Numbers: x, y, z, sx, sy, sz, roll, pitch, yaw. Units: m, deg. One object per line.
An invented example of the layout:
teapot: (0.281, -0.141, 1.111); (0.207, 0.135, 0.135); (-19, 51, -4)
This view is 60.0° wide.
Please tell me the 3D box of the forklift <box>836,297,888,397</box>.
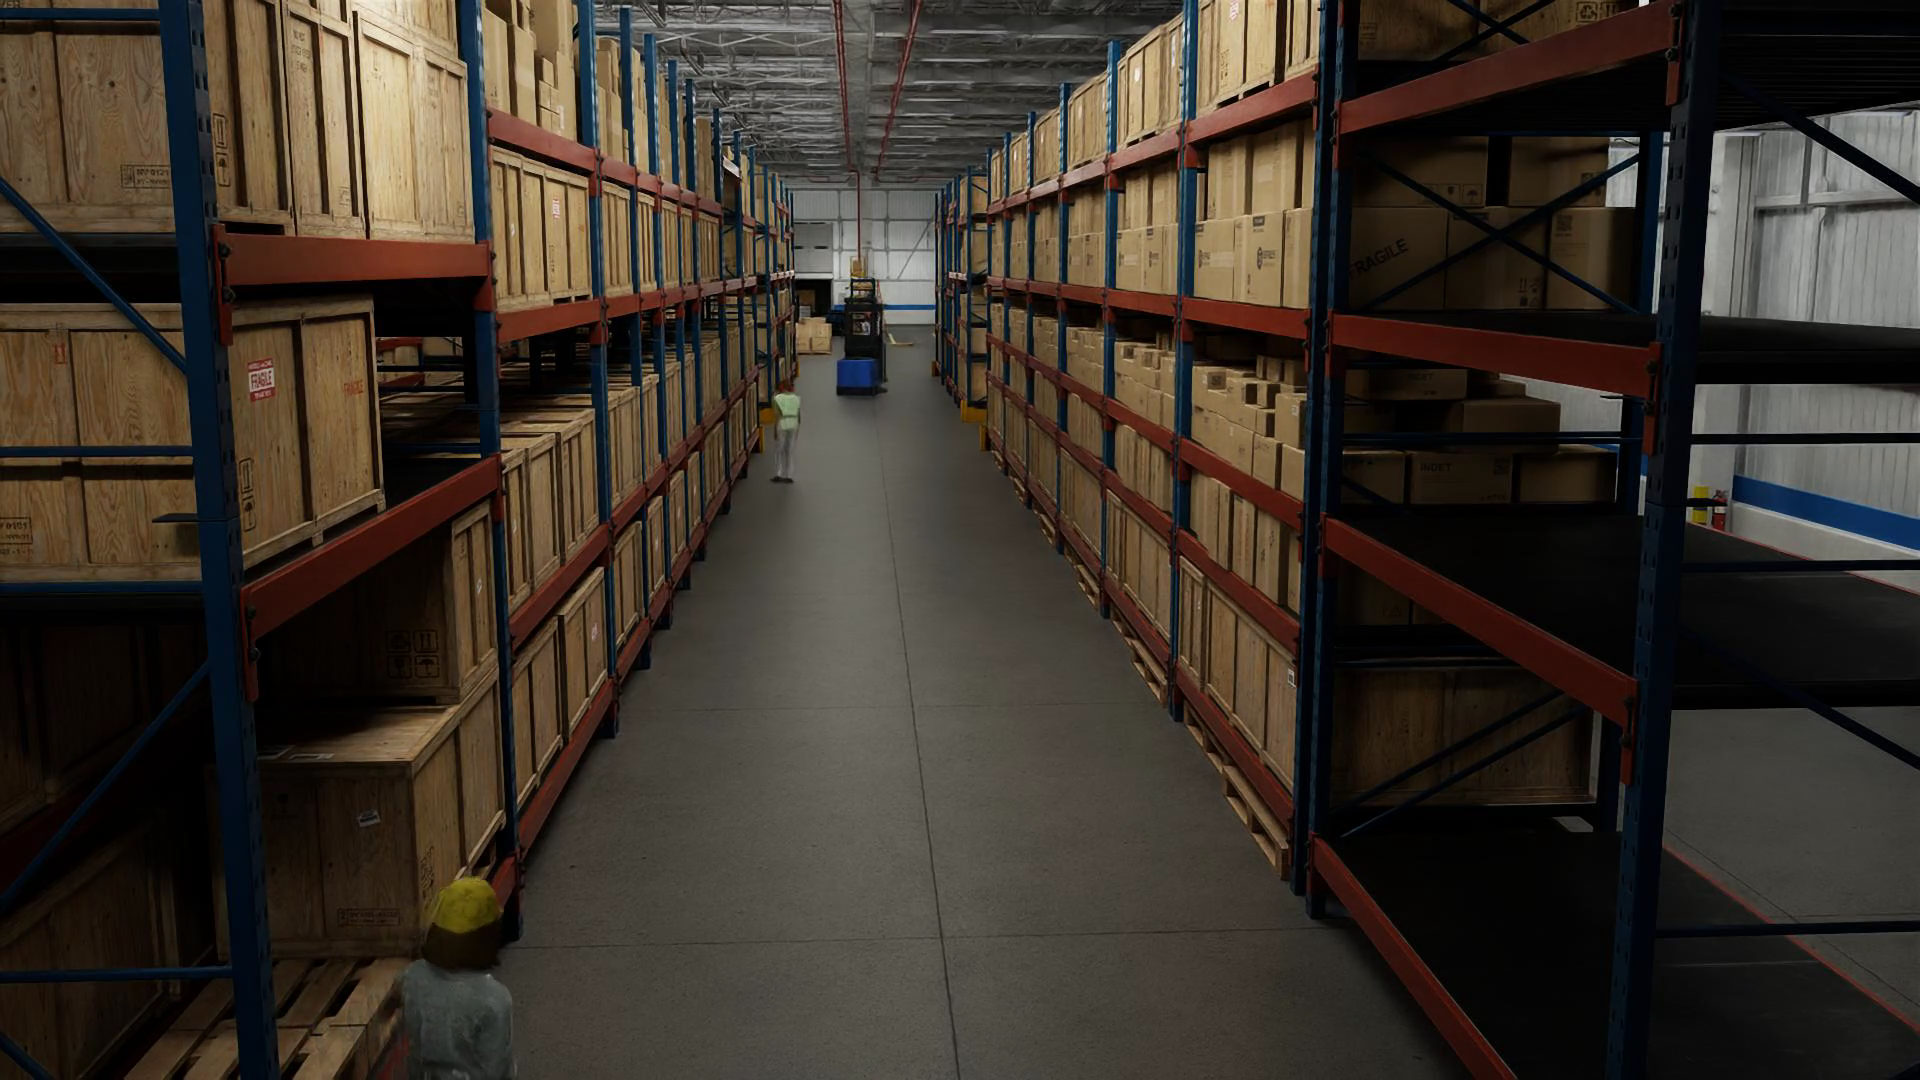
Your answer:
forklift: (-2.823, -5.546, 47.594); (1.129, 2.768, 1.873); (2, 10, 11)

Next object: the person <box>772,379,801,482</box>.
person: (-3.024, -1.915, 29.112); (0.615, 1.800, 0.482); (-7, 12, -37)

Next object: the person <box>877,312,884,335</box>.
person: (-3.485, -8.757, 69.727); (0.636, 1.901, 0.504); (-1, 10, -9)

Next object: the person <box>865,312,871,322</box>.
person: (-3.762, -8.639, 68.711); (0.392, 1.995, 0.612); (5, 11, 26)

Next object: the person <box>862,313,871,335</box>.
person: (-3.416, -7.525, 62.258); (0.373, 1.929, 0.542); (6, 11, 33)

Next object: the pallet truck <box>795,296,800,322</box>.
pallet truck: (-8.622, -12.439, 91.403); (1.885, 1.965, 0.823); (2, 10, 13)

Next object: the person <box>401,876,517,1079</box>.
person: (-1.764, 2.025, 5.789); (0.502, 1.725, 0.484); (4, 10, 24)
